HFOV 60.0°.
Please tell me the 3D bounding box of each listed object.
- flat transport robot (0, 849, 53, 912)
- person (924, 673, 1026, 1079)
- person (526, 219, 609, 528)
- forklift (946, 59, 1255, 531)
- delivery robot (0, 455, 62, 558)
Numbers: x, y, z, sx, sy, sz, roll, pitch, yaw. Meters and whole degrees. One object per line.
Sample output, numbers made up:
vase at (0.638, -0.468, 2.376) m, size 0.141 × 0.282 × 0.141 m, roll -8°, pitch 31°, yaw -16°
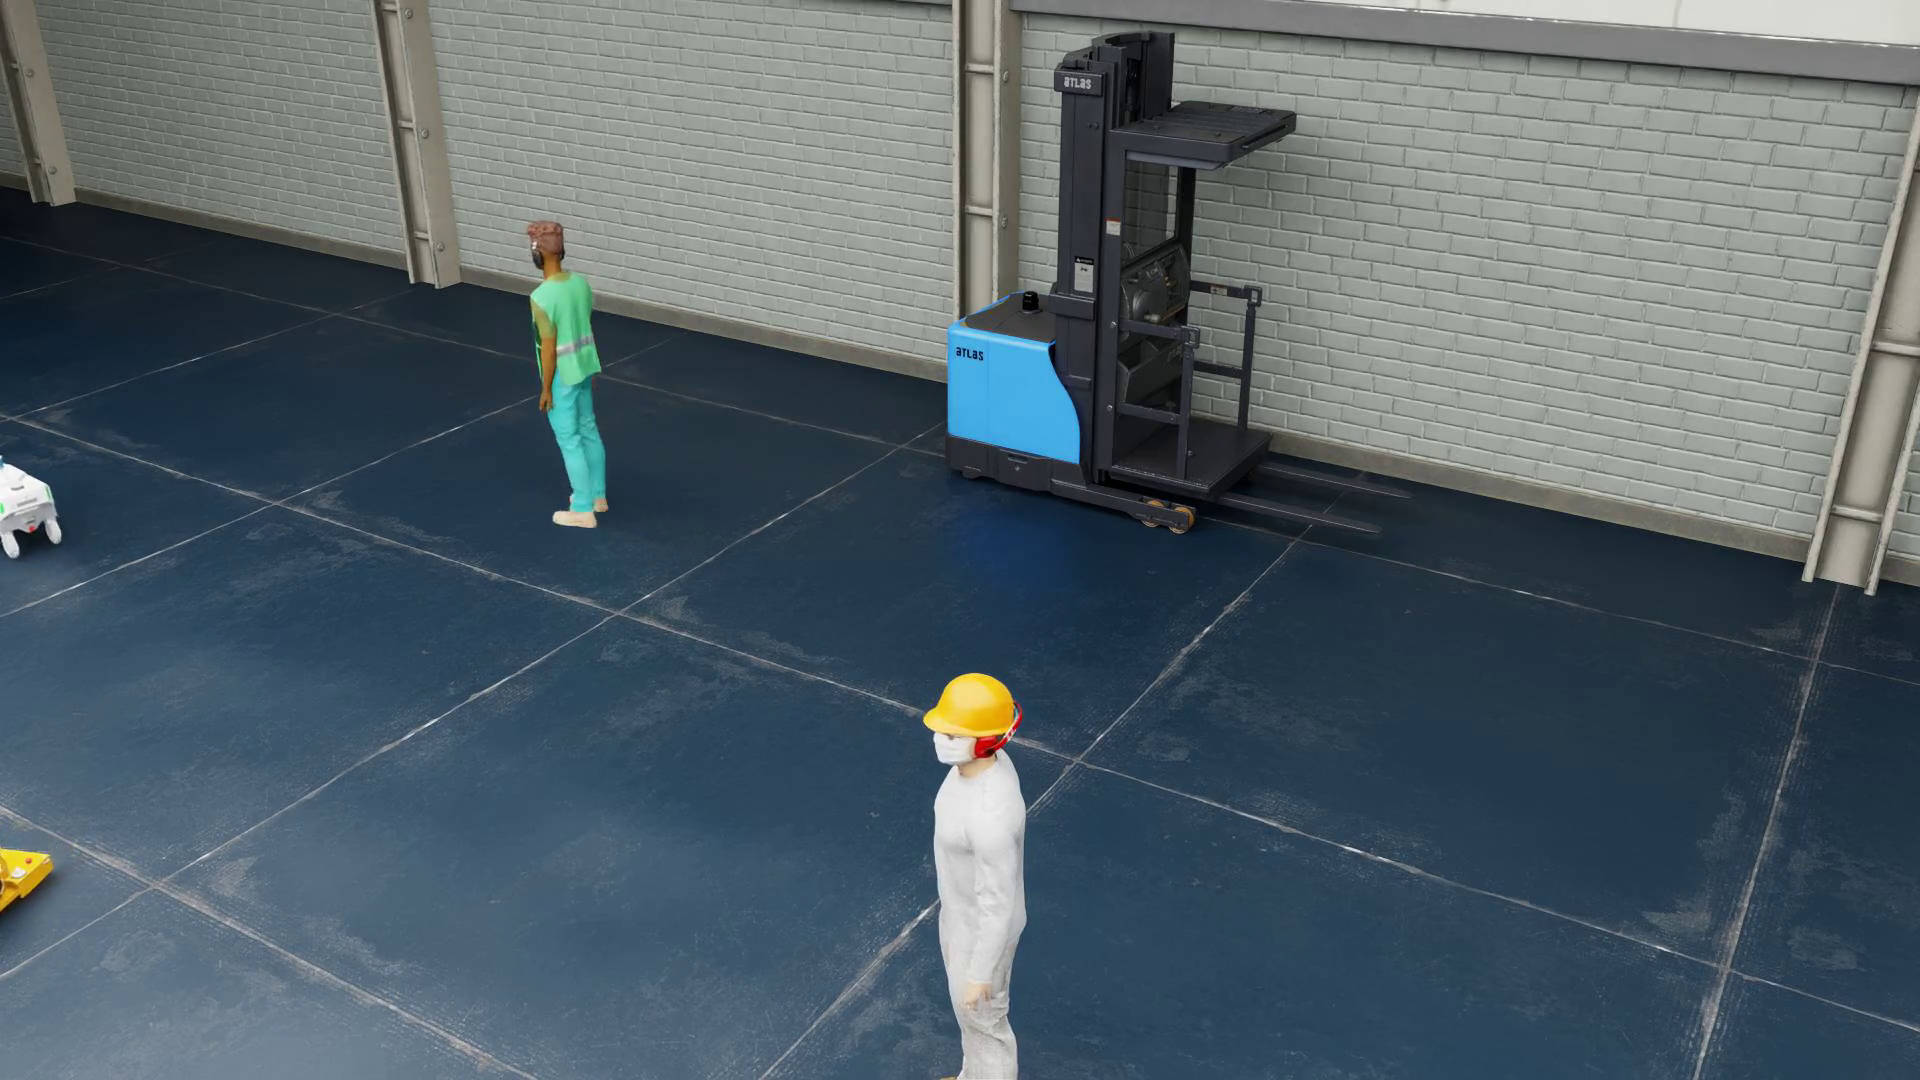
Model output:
flat transport robot at (-4.457, 1.660, 6.747) m, size 0.659 × 0.231 × 1.431 m, roll 4°, pitch 26°, yaw 9°
person at (0.048, 1.285, 5.637) m, size 0.344 × 1.898 × 0.581 m, roll -3°, pitch 26°, yaw -7°
person at (-2.460, -1.035, 10.455) m, size 0.397 × 1.978 × 0.491 m, roll 11°, pitch 27°, yaw 21°
forklift at (0.933, -1.707, 10.833) m, size 1.873 × 2.768 × 1.129 m, roll 15°, pitch 29°, yaw 28°
delivery robot at (-6.021, -0.241, 10.456) m, size 0.815 × 0.614 × 0.499 m, roll 18°, pitch 31°, yaw 33°
